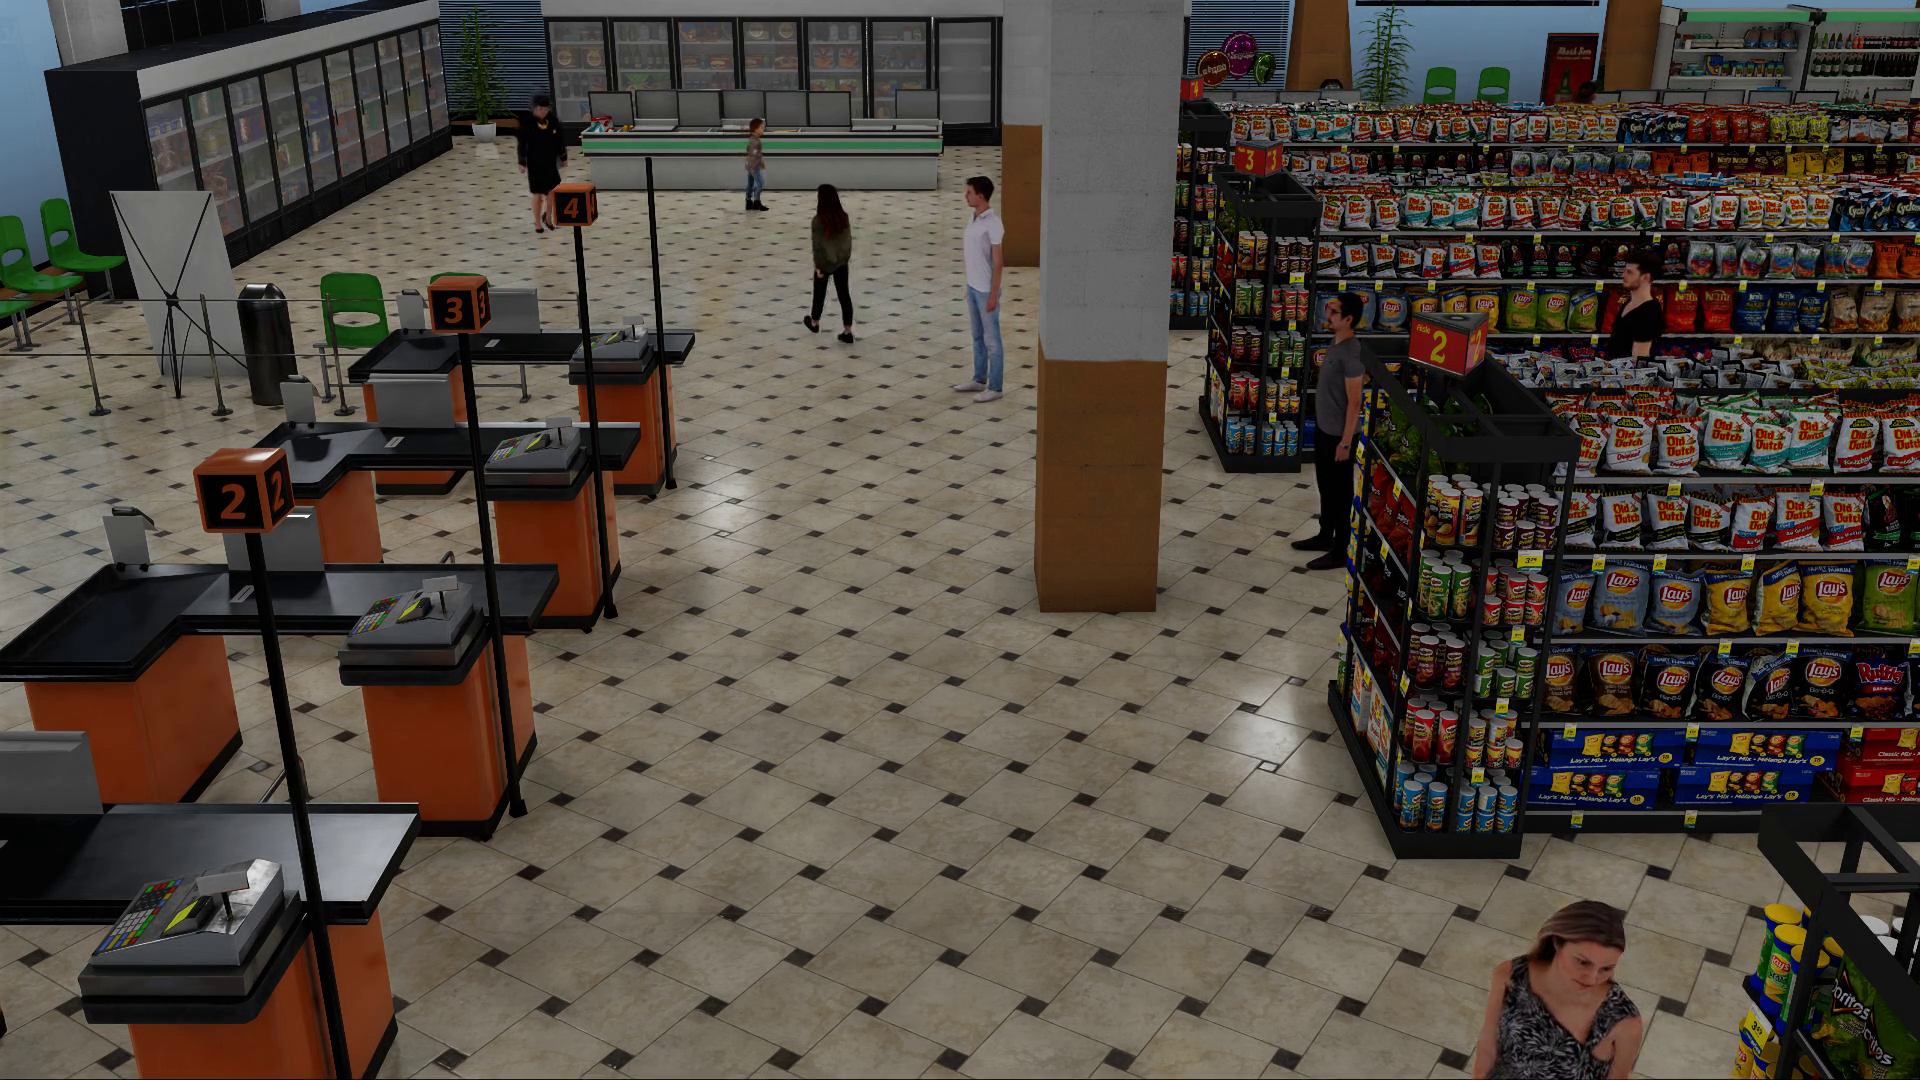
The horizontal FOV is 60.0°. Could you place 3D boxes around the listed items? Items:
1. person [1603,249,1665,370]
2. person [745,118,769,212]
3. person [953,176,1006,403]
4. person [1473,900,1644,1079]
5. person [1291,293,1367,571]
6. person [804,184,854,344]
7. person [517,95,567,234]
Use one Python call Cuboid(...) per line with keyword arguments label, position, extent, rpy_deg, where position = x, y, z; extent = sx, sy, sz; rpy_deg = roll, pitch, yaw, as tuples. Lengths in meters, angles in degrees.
Cuboid(label="person", position=(4.444, -0.979, 10.958), extent=(1.166, 1.878, 0.894), rpy_deg=(6, 23, 14))
Cuboid(label="person", position=(-2.726, -4.859, 21.550), extent=(0.539, 1.180, 0.509), rpy_deg=(-3, 22, -7))
Cuboid(label="person", position=(0.206, -2.079, 13.730), extent=(0.690, 1.852, 0.719), rpy_deg=(-9, 24, -22))
Cuboid(label="person", position=(1.635, 1.672, 4.626), extent=(0.886, 1.679, 0.923), rpy_deg=(20, 29, 40))
Cuboid(label="person", position=(2.373, -0.693, 10.411), extent=(0.552, 1.754, 0.627), rpy_deg=(-1, 22, -3))
Cuboid(label="person", position=(-1.139, -2.521, 15.389), extent=(1.001, 1.435, 0.946), rpy_deg=(-12, 25, -27))
Cuboid(label="person", position=(-5.077, -4.549, 20.155), extent=(0.838, 1.645, 0.963), rpy_deg=(-11, 24, -25))
